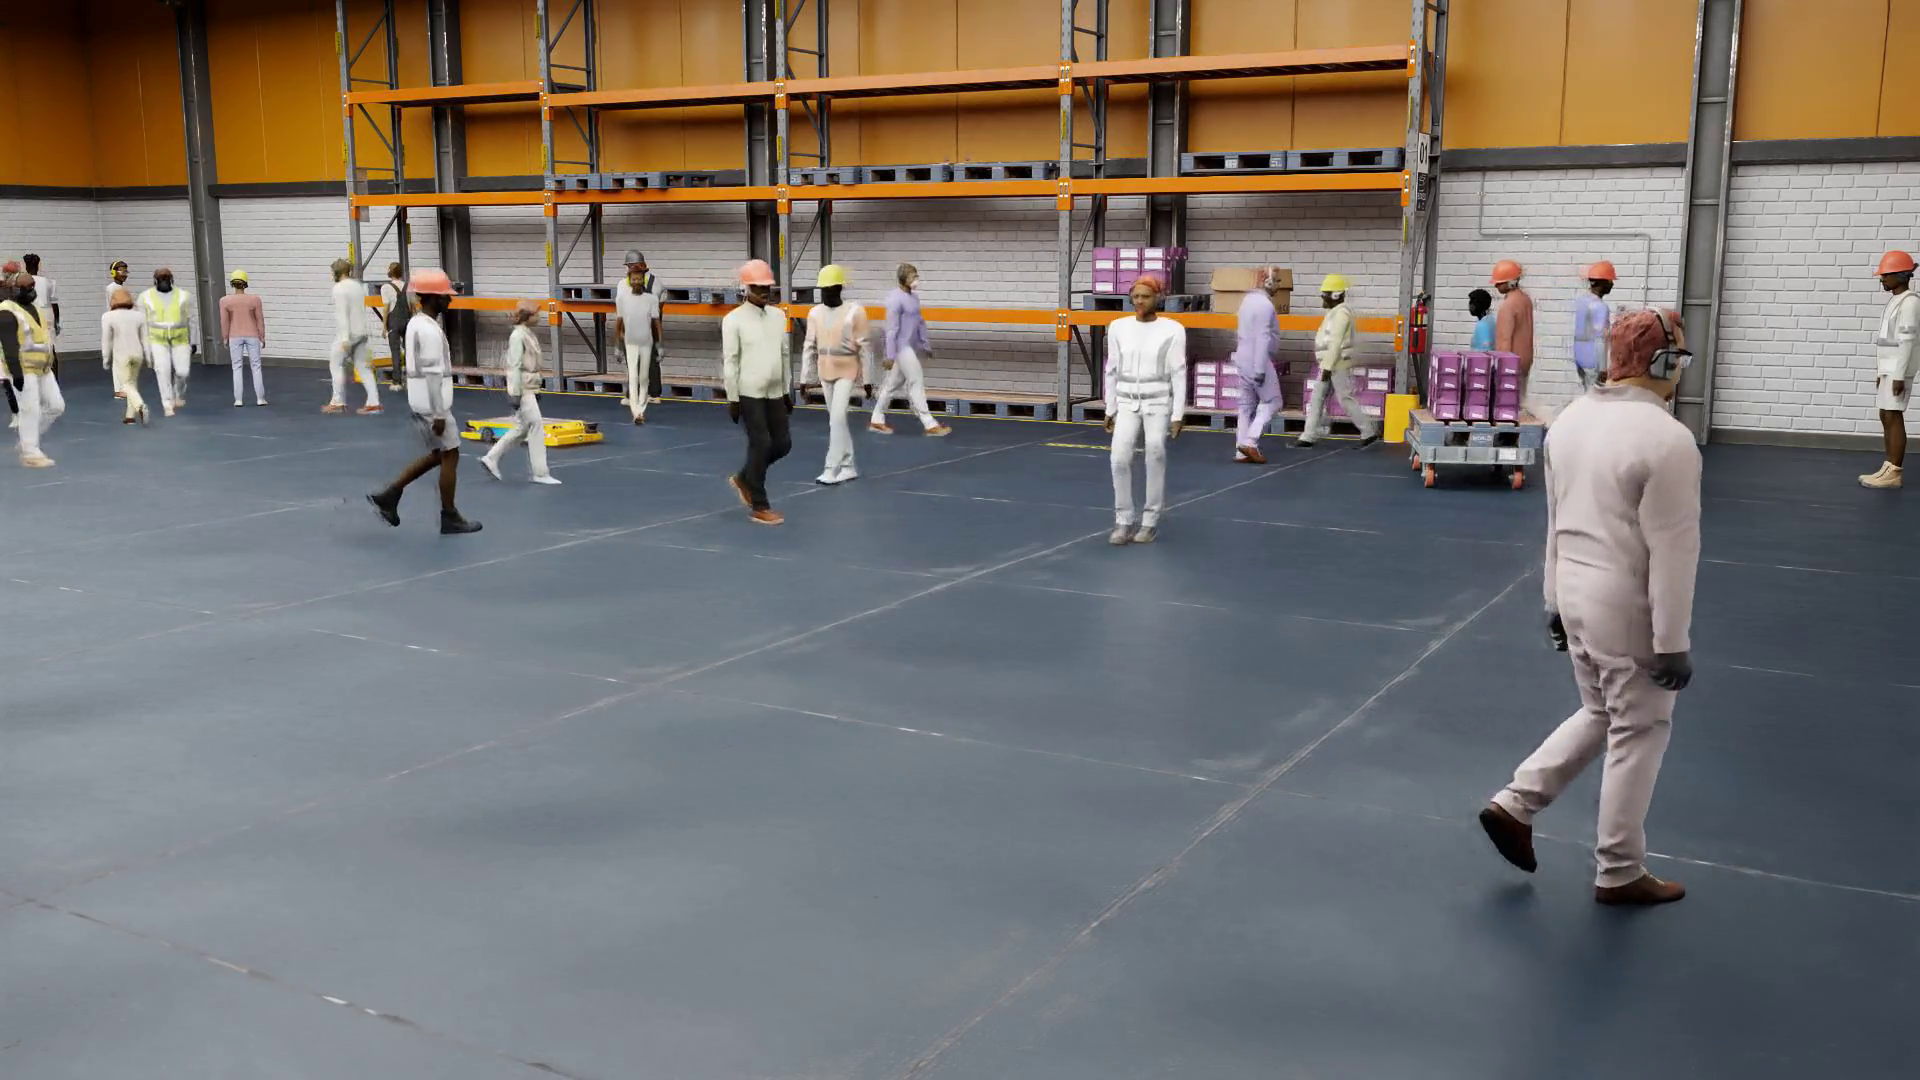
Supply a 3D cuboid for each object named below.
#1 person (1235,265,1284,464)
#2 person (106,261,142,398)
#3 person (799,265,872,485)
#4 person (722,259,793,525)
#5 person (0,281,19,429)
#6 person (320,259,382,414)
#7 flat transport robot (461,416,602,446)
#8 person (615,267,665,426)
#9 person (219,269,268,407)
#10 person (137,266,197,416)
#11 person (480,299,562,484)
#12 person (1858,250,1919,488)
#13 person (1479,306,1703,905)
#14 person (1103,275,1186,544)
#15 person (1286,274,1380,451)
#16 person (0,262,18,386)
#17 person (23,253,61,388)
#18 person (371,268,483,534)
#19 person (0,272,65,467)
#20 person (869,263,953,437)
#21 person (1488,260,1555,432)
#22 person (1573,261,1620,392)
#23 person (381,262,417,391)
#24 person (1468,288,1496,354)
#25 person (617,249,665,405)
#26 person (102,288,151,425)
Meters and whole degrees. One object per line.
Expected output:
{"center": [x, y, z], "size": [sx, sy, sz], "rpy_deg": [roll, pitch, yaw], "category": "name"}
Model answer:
{"center": [2.837, -1.647, 15.750], "size": [0.430, 1.886, 0.645], "rpy_deg": [-2, 10, -10], "category": "person"}
{"center": [-11.470, -2.873, 22.766], "size": [0.332, 1.866, 0.514], "rpy_deg": [-2, 10, -12], "category": "person"}
{"center": [-1.140, -1.409, 14.363], "size": [0.621, 1.893, 0.849], "rpy_deg": [6, 12, 31], "category": "person"}
{"center": [-1.538, -1.110, 12.470], "size": [0.560, 1.970, 0.627], "rpy_deg": [8, 13, 38], "category": "person"}
{"center": [-10.723, -2.081, 18.793], "size": [0.547, 1.680, 0.384], "rpy_deg": [-1, 10, -6], "category": "person"}
{"center": [-7.573, -2.487, 20.454], "size": [0.869, 1.902, 0.648], "rpy_deg": [1, 10, 7], "category": "person"}
{"center": [-4.545, -1.167, 17.614], "size": [1.431, 0.197, 0.652], "rpy_deg": [6, 12, 31], "category": "flat transport robot"}
{"center": [-3.688, -2.221, 19.182], "size": [0.555, 1.819, 0.946], "rpy_deg": [-3, 10, -15], "category": "person"}
{"center": [-9.267, -2.605, 21.520], "size": [0.524, 1.770, 0.315], "rpy_deg": [-4, 11, -20], "category": "person"}
{"center": [-9.719, -2.438, 20.426], "size": [0.641, 1.822, 0.576], "rpy_deg": [-5, 11, -27], "category": "person"}
{"center": [-3.857, -1.284, 14.457], "size": [0.699, 1.619, 0.527], "rpy_deg": [-1, 10, -4], "category": "person"}
{"center": [7.990, -1.456, 14.281], "size": [0.410, 2.032, 0.609], "rpy_deg": [3, 10, 15], "category": "person"}
{"center": [2.017, 0.226, 5.161], "size": [0.523, 1.892, 0.644], "rpy_deg": [-2, 10, -11], "category": "person"}
{"center": [1.241, -0.877, 11.448], "size": [0.605, 1.863, 0.645], "rpy_deg": [4, 11, 22], "category": "person"}
{"center": [3.823, -1.779, 16.787], "size": [0.905, 1.797, 0.595], "rpy_deg": [0, 10, 1], "category": "person"}
{"center": [-13.951, -3.176, 24.568], "size": [0.639, 1.830, 0.960], "rpy_deg": [6, 11, 28], "category": "person"}
{"center": [-13.372, -3.161, 24.103], "size": [0.611, 1.965, 0.362], "rpy_deg": [-9, 13, -40], "category": "person"}
{"center": [-3.831, -0.976, 11.875], "size": [0.652, 1.916, 0.556], "rpy_deg": [-6, 12, -29], "category": "person"}
{"center": [-8.709, -1.584, 15.568], "size": [0.452, 1.824, 0.648], "rpy_deg": [0, 10, 1], "category": "person"}
{"center": [-0.581, -2.069, 18.160], "size": [1.025, 1.891, 0.631], "rpy_deg": [3, 10, 16], "category": "person"}
{"center": [5.438, -1.723, 16.057], "size": [0.767, 1.941, 0.652], "rpy_deg": [9, 13, 40], "category": "person"}
{"center": [6.150, -1.740, 16.161], "size": [0.423, 1.928, 0.563], "rpy_deg": [0, 10, -1], "category": "person"}
{"center": [-8.054, -3.065, 23.901], "size": [0.516, 1.843, 0.327], "rpy_deg": [-9, 13, -41], "category": "person"}
{"center": [5.381, -1.701, 16.727], "size": [0.806, 1.656, 0.568], "rpy_deg": [4, 11, 20], "category": "person"}
{"center": [-4.224, -2.792, 21.806], "size": [0.681, 2.000, 0.535], "rpy_deg": [-9, 13, -41], "category": "person"}
{"center": [-9.553, -2.101, 19.138], "size": [0.759, 1.596, 0.508], "rpy_deg": [8, 13, 37], "category": "person"}
